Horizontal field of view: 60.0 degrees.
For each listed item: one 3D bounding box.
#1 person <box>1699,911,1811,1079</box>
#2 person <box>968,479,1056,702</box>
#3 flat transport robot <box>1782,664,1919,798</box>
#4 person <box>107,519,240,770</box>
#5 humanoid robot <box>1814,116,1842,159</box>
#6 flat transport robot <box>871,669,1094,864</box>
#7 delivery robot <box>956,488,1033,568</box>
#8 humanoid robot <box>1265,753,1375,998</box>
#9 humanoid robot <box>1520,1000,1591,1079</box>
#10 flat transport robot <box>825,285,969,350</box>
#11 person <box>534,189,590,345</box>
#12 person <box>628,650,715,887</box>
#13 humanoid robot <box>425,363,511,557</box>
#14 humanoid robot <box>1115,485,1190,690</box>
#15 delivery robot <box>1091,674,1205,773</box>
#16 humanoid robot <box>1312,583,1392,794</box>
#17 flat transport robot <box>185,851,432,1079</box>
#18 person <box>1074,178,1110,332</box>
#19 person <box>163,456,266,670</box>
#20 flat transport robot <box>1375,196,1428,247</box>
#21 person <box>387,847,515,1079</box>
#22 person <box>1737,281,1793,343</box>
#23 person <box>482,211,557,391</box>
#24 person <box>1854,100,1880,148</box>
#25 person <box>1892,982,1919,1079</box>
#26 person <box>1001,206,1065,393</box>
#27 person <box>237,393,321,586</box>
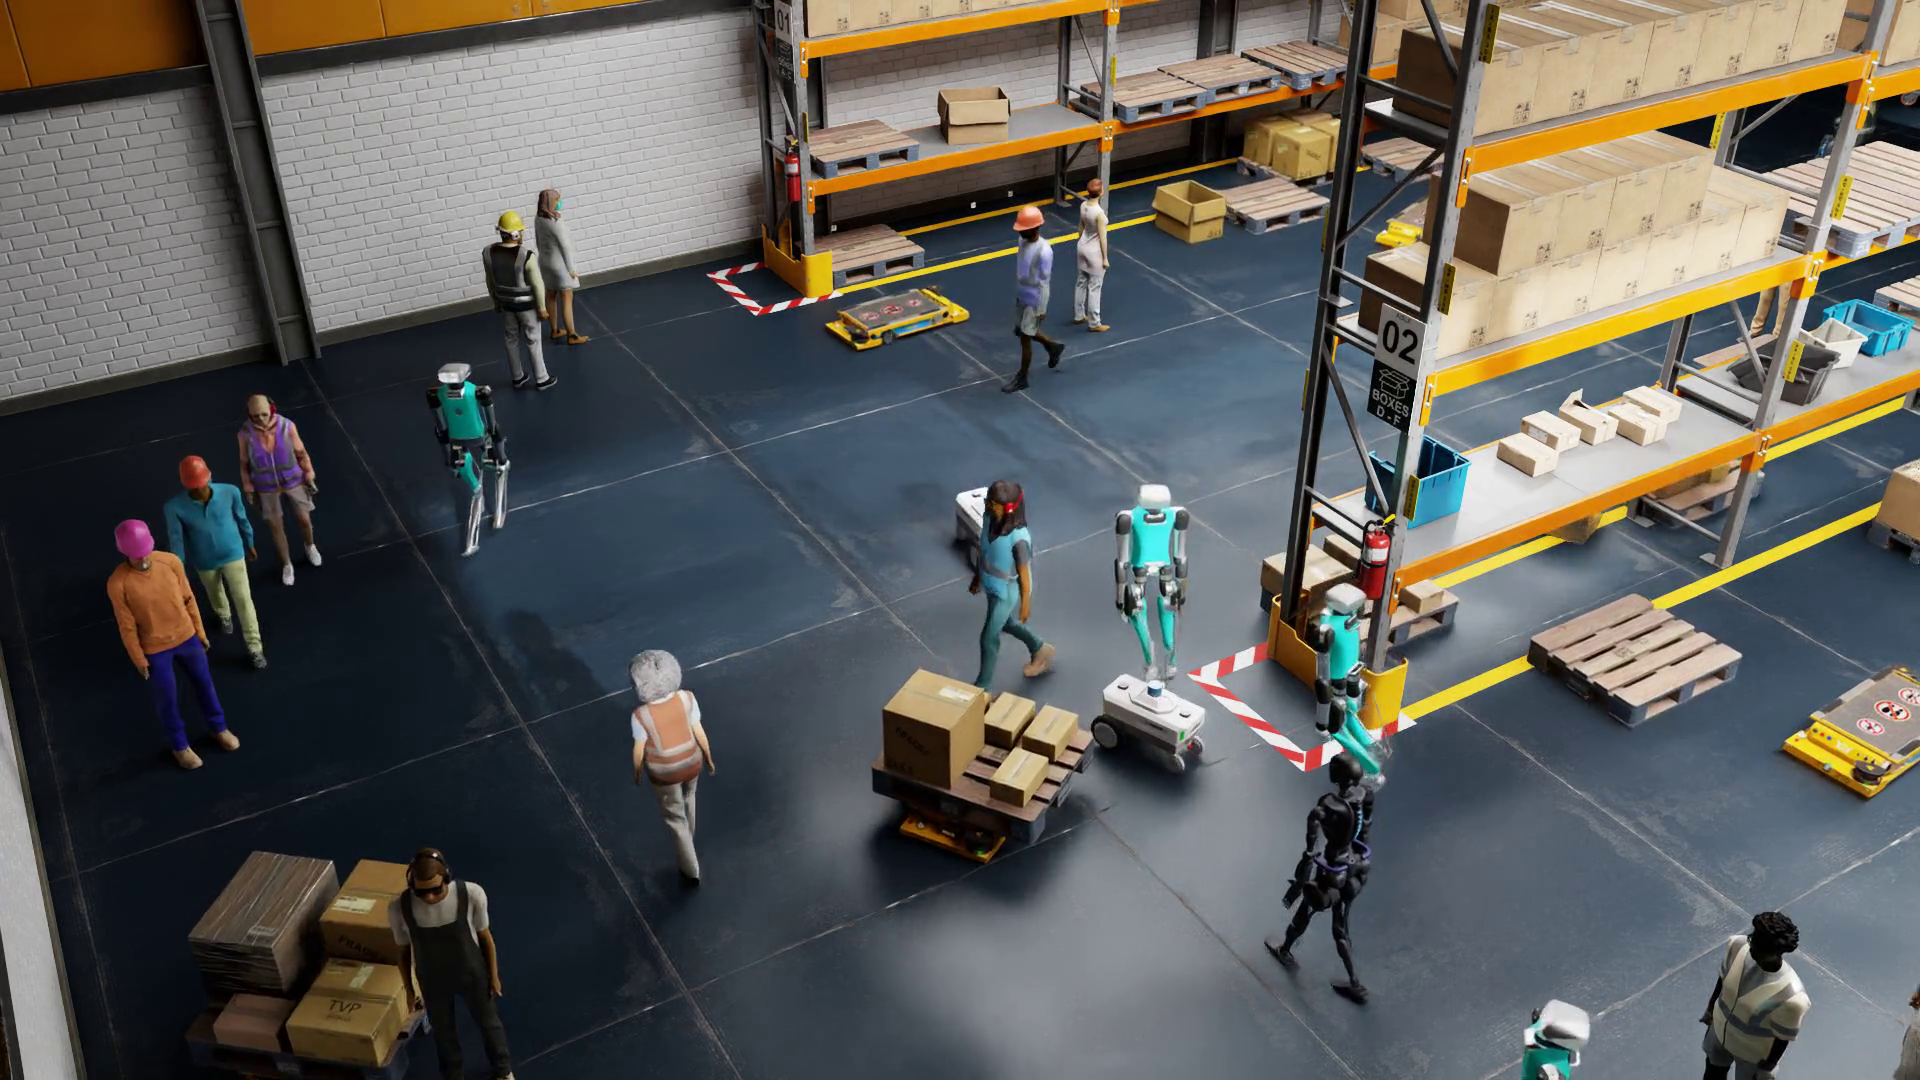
[{"bbox_3d":[4.064,2.579,8.633,0.319,1.691,0.533,-10,34,-16],"label":"person"},{"bbox_3d":[0.339,0.342,12.072,0.906,1.839,0.524,-16,35,-23],"label":"person"},{"bbox_3d":[6.626,1.347,11.936,1.431,0.231,0.659,-21,38,-29],"label":"flat transport robot"},{"bbox_3d":[-5.425,0.696,11.376,0.404,1.971,0.518,26,41,35],"label":"person"},{"bbox_3d":[10.047,-4.119,19.324,0.355,1.641,0.589,-5,32,-8],"label":"humanoid robot"},{"bbox_3d":[0.207,1.640,11.469,0.659,0.231,1.431,15,35,23],"label":"flat transport robot"},{"bbox_3d":[0.250,-0.126,14.004,0.499,0.582,0.773,-14,35,-21],"label":"delivery robot"},{"bbox_3d":[2.187,1.945,9.701,0.591,1.625,0.724,-21,38,-29],"label":"humanoid robot"},{"bbox_3d":[2.954,2.968,7.997,0.901,1.785,0.570,9,33,14],"label":"humanoid robot"},{"bbox_3d":[-0.673,-2.399,17.910,1.431,0.231,0.659,-20,37,-29],"label":"flat transport robot"},{"bbox_3d":[-4.182,-2.850,17.315,0.487,1.661,0.343,24,39,33],"label":"person"},{"bbox_3d":[-1.839,1.397,10.533,0.469,1.652,0.690,-19,37,-28],"label":"person"},{"bbox_3d":[-4.026,-0.744,13.881,0.547,1.739,0.981,0,32,0],"label":"humanoid robot"},{"bbox_3d":[1.403,0.537,11.857,0.530,1.758,0.844,-4,32,-7],"label":"humanoid robot"},{"bbox_3d":[1.352,1.263,11.814,0.813,0.609,0.499,23,39,32],"label":"delivery robot"},{"bbox_3d":[2.628,1.165,10.848,0.775,1.785,0.547,23,39,32],"label":"humanoid robot"},{"bbox_3d":[-3.604,2.822,9.583,0.659,0.231,1.431,5,32,8],"label":"flat transport robot"},{"bbox_3d":[1.408,-3.016,17.579,0.283,1.663,0.448,-19,37,-28],"label":"person"},{"bbox_3d":[-5.636,0.095,12.579,0.585,1.702,0.915,-17,36,-24],"label":"person"},{"bbox_3d":[5.670,-3.834,20.198,0.659,0.231,1.431,22,38,31],"label":"flat transport robot"},{"bbox_3d":[-2.709,2.341,8.875,0.504,1.838,0.328,-7,33,-12],"label":"person"},{"bbox_3d":[8.479,-2.791,17.137,0.325,1.751,0.562,-17,36,-25],"label":"person"},{"bbox_3d":[-4.330,-2.344,16.359,0.595,1.821,0.403,10,33,15],"label":"person"},{"bbox_3d":[10.791,-4.731,20.148,0.568,1.840,0.373,-22,38,-31],"label":"person"},{"bbox_3d":[5.287,2.440,8.689,0.789,1.871,0.545,-20,37,-28],"label":"person"},{"bbox_3d":[0.741,-2.397,16.365,0.730,1.908,0.559,-16,35,-23],"label":"person"},{"bbox_3d":[-5.508,-0.443,13.471,0.566,1.679,0.496,-12,34,-18],"label":"person"}]
